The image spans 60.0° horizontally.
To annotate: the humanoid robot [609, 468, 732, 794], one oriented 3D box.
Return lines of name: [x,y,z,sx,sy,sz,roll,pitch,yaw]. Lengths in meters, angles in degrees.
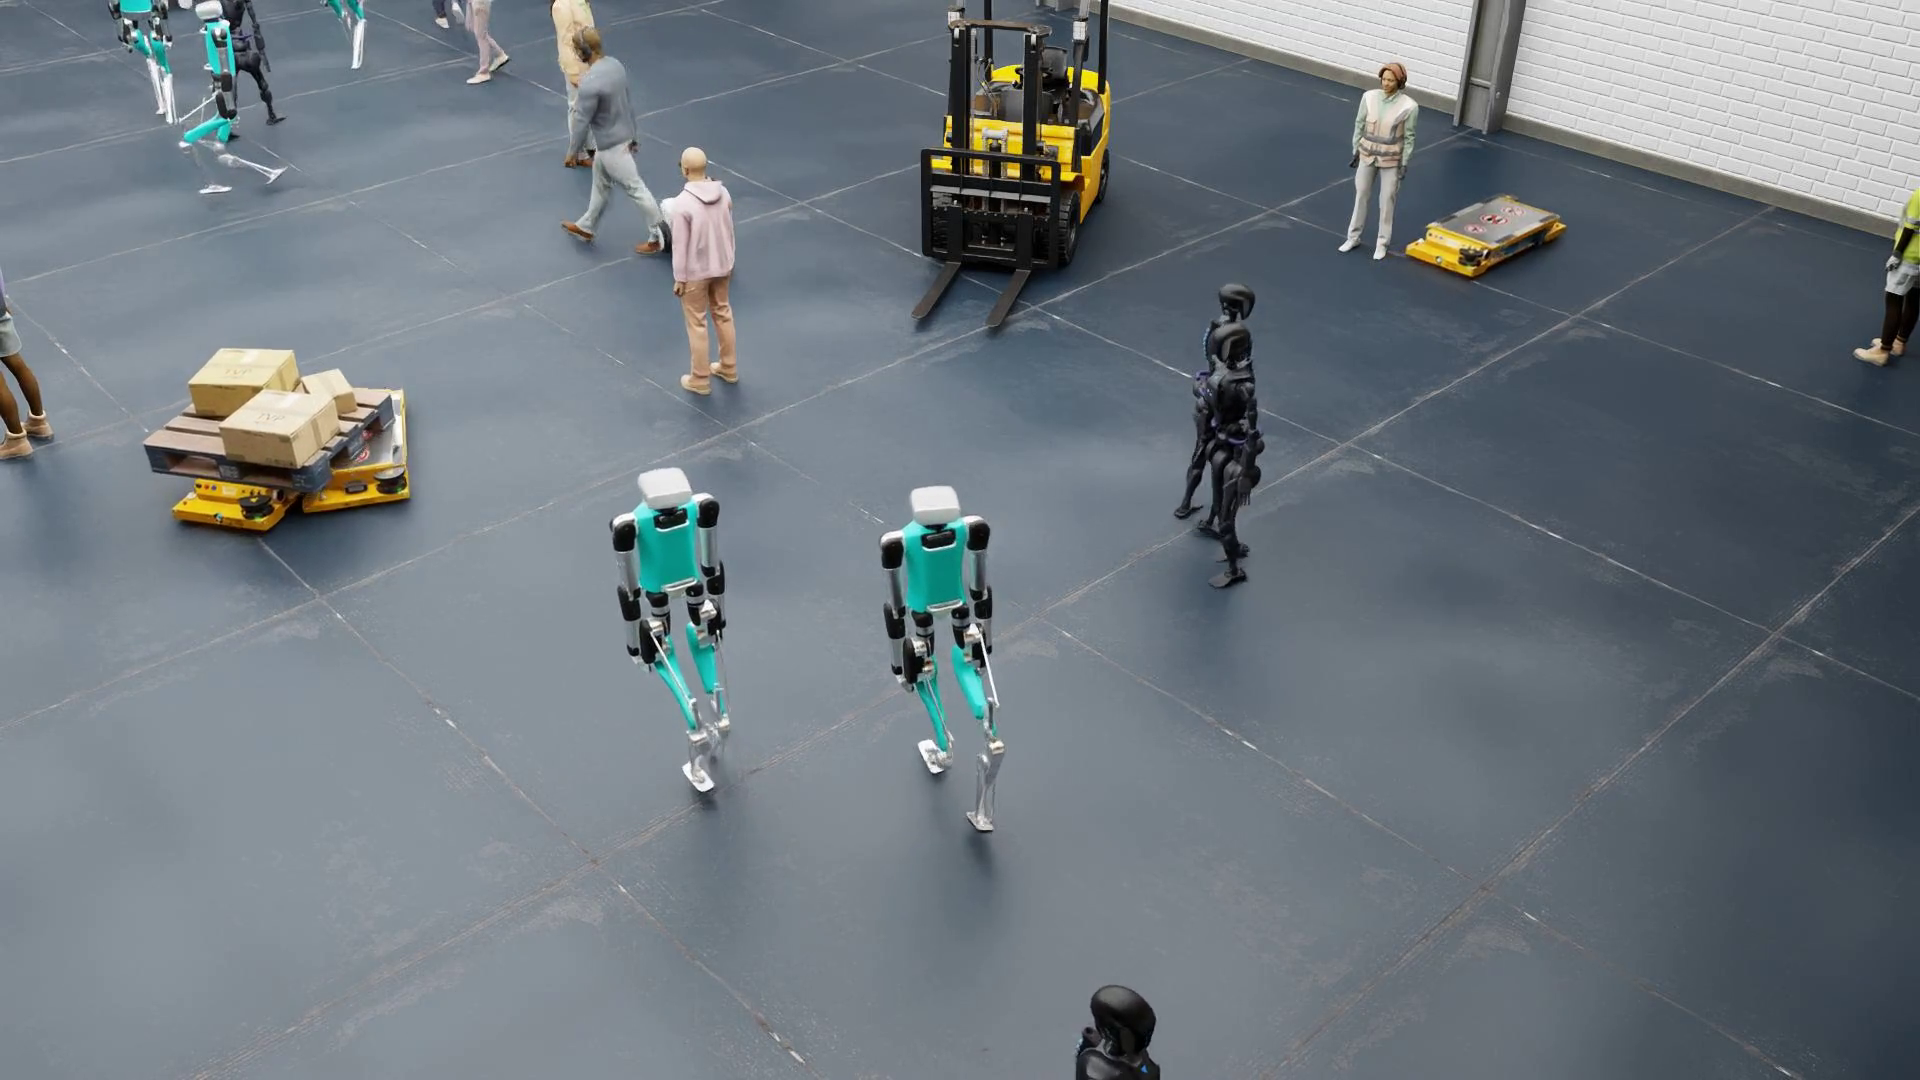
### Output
humanoid robot: [-1.273,0.566,8.001,0.542,1.844,0.749,-19,37,-26]

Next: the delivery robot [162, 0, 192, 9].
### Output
delivery robot: [-9.703,-6.859,20.437,0.499,0.578,0.738,-6,34,-9]

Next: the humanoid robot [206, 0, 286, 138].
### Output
humanoid robot: [-7.118,-4.794,16.319,0.609,1.637,0.815,9,34,14]

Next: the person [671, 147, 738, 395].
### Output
person: [-1.778,-1.880,11.684,0.409,1.775,0.537,25,41,33]

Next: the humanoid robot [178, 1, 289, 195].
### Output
humanoid robot: [-6.648,-3.869,14.779,1.027,1.736,0.561,-16,36,-22]

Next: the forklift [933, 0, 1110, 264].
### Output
forklift: [0.570,-3.725,14.138,1.214,2.155,2.313,9,34,13]

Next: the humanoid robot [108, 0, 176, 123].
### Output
humanoid robot: [-8.098,-5.087,16.668,0.554,1.809,0.710,-3,33,-5]

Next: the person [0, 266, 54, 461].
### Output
person: [-6.423,-1.469,10.817,0.396,2.033,0.604,5,33,8]

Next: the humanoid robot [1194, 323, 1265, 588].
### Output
humanoid robot: [1.620,-0.505,9.680,0.436,1.653,0.596,-13,35,-19]

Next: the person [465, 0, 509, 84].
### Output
person: [-5.140,-5.741,17.629,0.453,1.757,0.548,-16,36,-22]

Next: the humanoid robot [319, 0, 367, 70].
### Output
humanoid robot: [-6.750,-6.061,18.202,0.546,1.842,0.861,-4,33,-6]

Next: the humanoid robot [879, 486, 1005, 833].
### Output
humanoid robot: [-0.021,0.664,7.853,0.538,1.760,1.030,-11,35,-16]

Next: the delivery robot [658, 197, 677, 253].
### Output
delivery robot: [-2.226,-2.630,13.946,0.499,0.586,0.773,-19,37,-26]

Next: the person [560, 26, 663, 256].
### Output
person: [-2.922,-3.272,13.733,1.034,1.871,0.697,5,33,8]

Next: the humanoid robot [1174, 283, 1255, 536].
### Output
humanoid robot: [1.549,-0.799,10.111,0.380,1.650,0.585,1,33,1]

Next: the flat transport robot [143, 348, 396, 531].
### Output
flat transport robot: [-4.495,-0.537,10.999,0.659,0.231,1.431,7,34,11]

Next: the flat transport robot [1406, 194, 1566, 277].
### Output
flat transport robot: [4.502,-2.606,14.179,1.431,0.231,0.659,-26,41,-34]

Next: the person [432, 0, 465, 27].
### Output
person: [-6.068,-6.857,19.259,0.853,1.848,0.521,-14,36,-21]

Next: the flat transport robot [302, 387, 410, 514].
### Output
flat transport robot: [-4.062,-0.646,11.166,0.659,0.231,1.431,-9,34,-14]

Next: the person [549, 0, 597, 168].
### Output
person: [-3.568,-4.444,15.534,0.402,1.876,0.552,6,33,9]

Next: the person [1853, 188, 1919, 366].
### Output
person: [6.948,-2.090,12.084,0.533,1.690,0.320,-20,38,-28]

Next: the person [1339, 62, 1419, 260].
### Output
person: [3.468,-3.130,13.724,0.512,1.641,0.310,21,38,29]

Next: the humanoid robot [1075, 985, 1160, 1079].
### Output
humanoid robot: [0.462,2.100,5.706,0.737,1.654,0.608,16,36,23]
